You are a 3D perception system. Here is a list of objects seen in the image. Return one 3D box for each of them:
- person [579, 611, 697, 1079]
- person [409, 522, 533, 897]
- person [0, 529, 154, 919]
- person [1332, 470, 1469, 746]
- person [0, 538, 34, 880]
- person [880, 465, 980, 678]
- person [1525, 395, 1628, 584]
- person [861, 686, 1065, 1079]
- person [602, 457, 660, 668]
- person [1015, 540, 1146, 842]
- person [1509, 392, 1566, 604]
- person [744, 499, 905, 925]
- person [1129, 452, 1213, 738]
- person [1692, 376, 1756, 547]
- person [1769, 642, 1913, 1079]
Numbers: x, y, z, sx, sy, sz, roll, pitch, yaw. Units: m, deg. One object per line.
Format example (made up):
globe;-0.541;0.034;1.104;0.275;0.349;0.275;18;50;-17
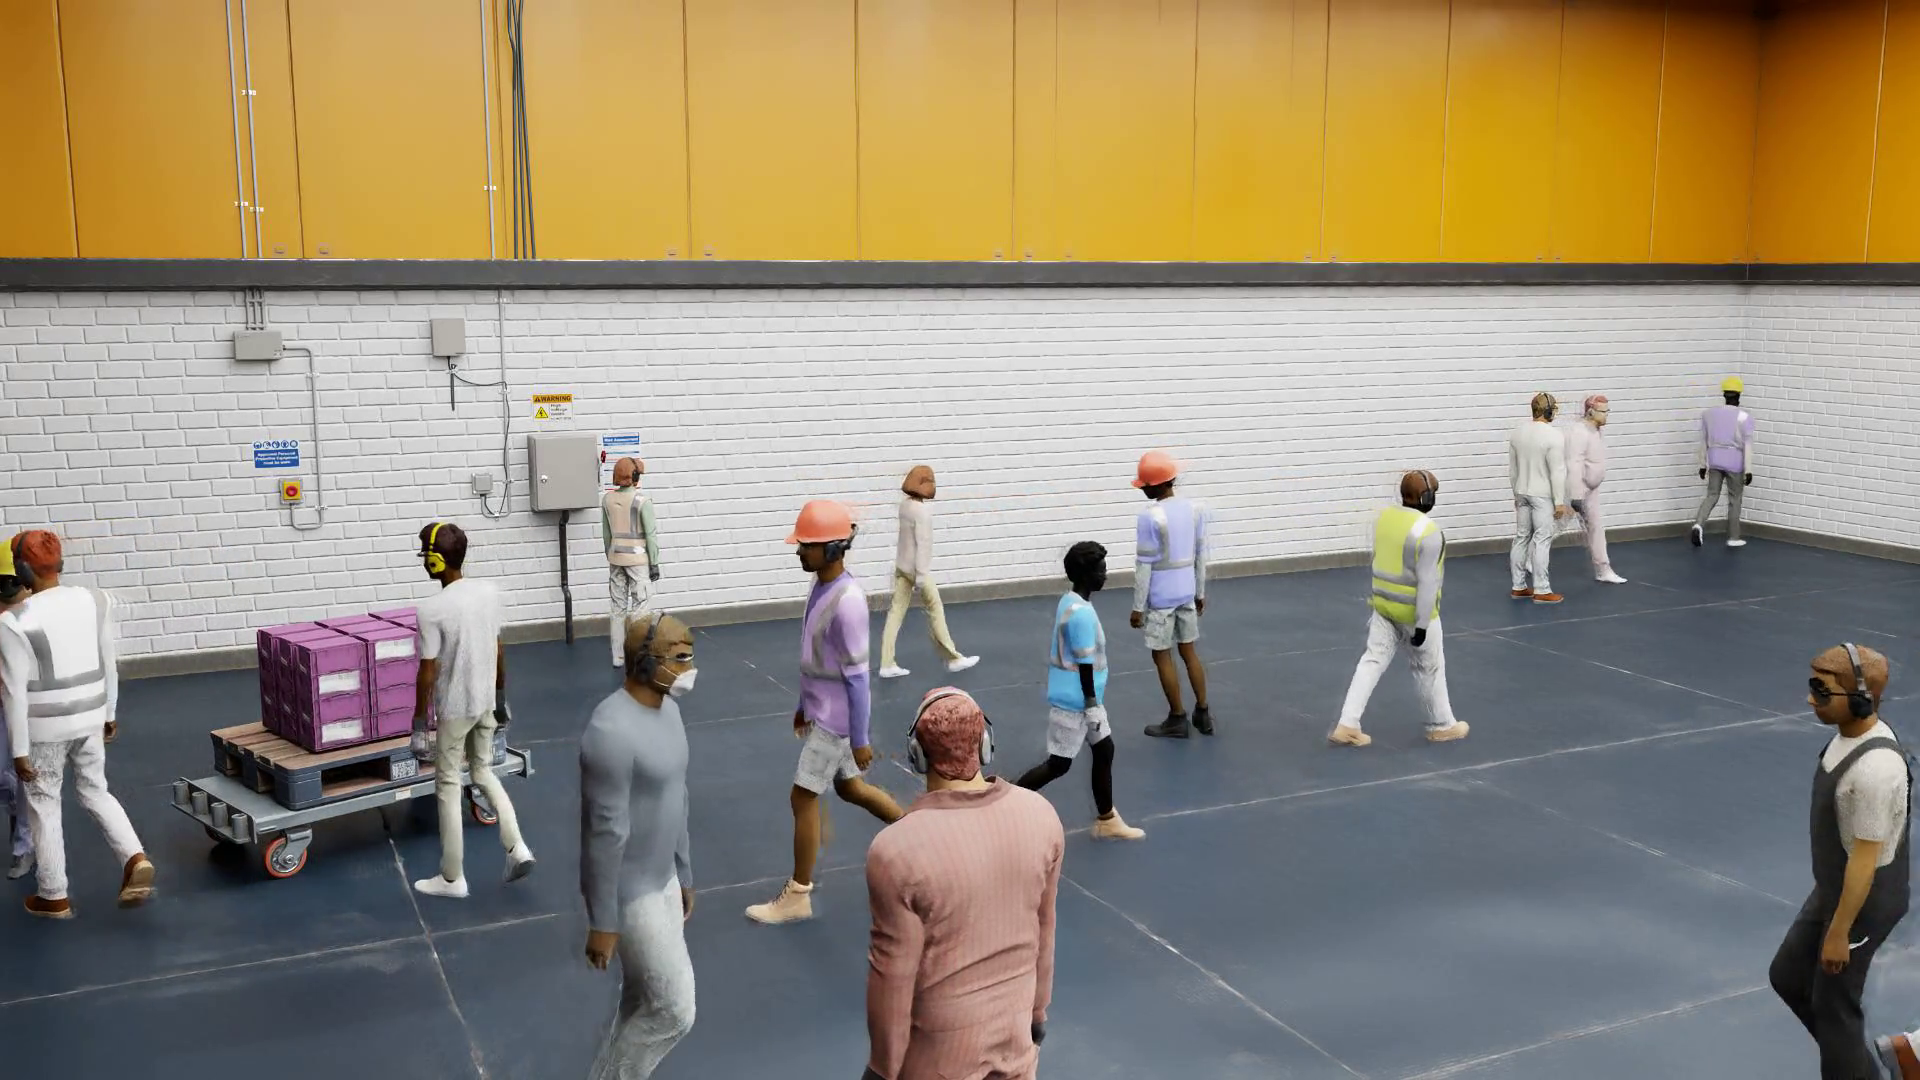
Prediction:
person;-1.052;1.187;5.584;0.441;1.916;0.653;1;9;7
person;-2.391;0.827;8.007;0.539;1.855;0.588;5;11;30
person;-4.102;0.869;7.704;0.694;1.868;0.599;5;10;27
person;2.834;0.443;10.617;0.979;1.801;0.637;-5;10;-27
person;-4.731;0.824;8.399;0.548;1.734;0.517;-1;9;-8
person;-0.255;0.231;12.487;0.820;1.592;0.513;-5;10;-27
person;6.042;-0.512;16.377;1.030;1.855;0.672;8;12;40
person;-0.017;1.348;4.631;0.642;1.905;0.399;-7;12;-38
person;-2.502;0.186;12.662;0.513;1.638;0.307;5;11;30
person;0.537;0.812;8.712;0.830;1.654;0.515;1;9;4
person;5.307;-0.386;15.280;0.373;1.940;0.629;-4;10;-26
person;-0.507;0.791;7.776;0.968;2.015;0.606;-2;9;-12
person;1.374;0.360;10.815;0.661;1.897;0.386;-8;12;-40
person;8.400;-0.848;18.247;0.775;1.906;0.601;-8;12;-39
person;2.963;1.230;5.607;0.395;1.824;0.546;3;10;20
